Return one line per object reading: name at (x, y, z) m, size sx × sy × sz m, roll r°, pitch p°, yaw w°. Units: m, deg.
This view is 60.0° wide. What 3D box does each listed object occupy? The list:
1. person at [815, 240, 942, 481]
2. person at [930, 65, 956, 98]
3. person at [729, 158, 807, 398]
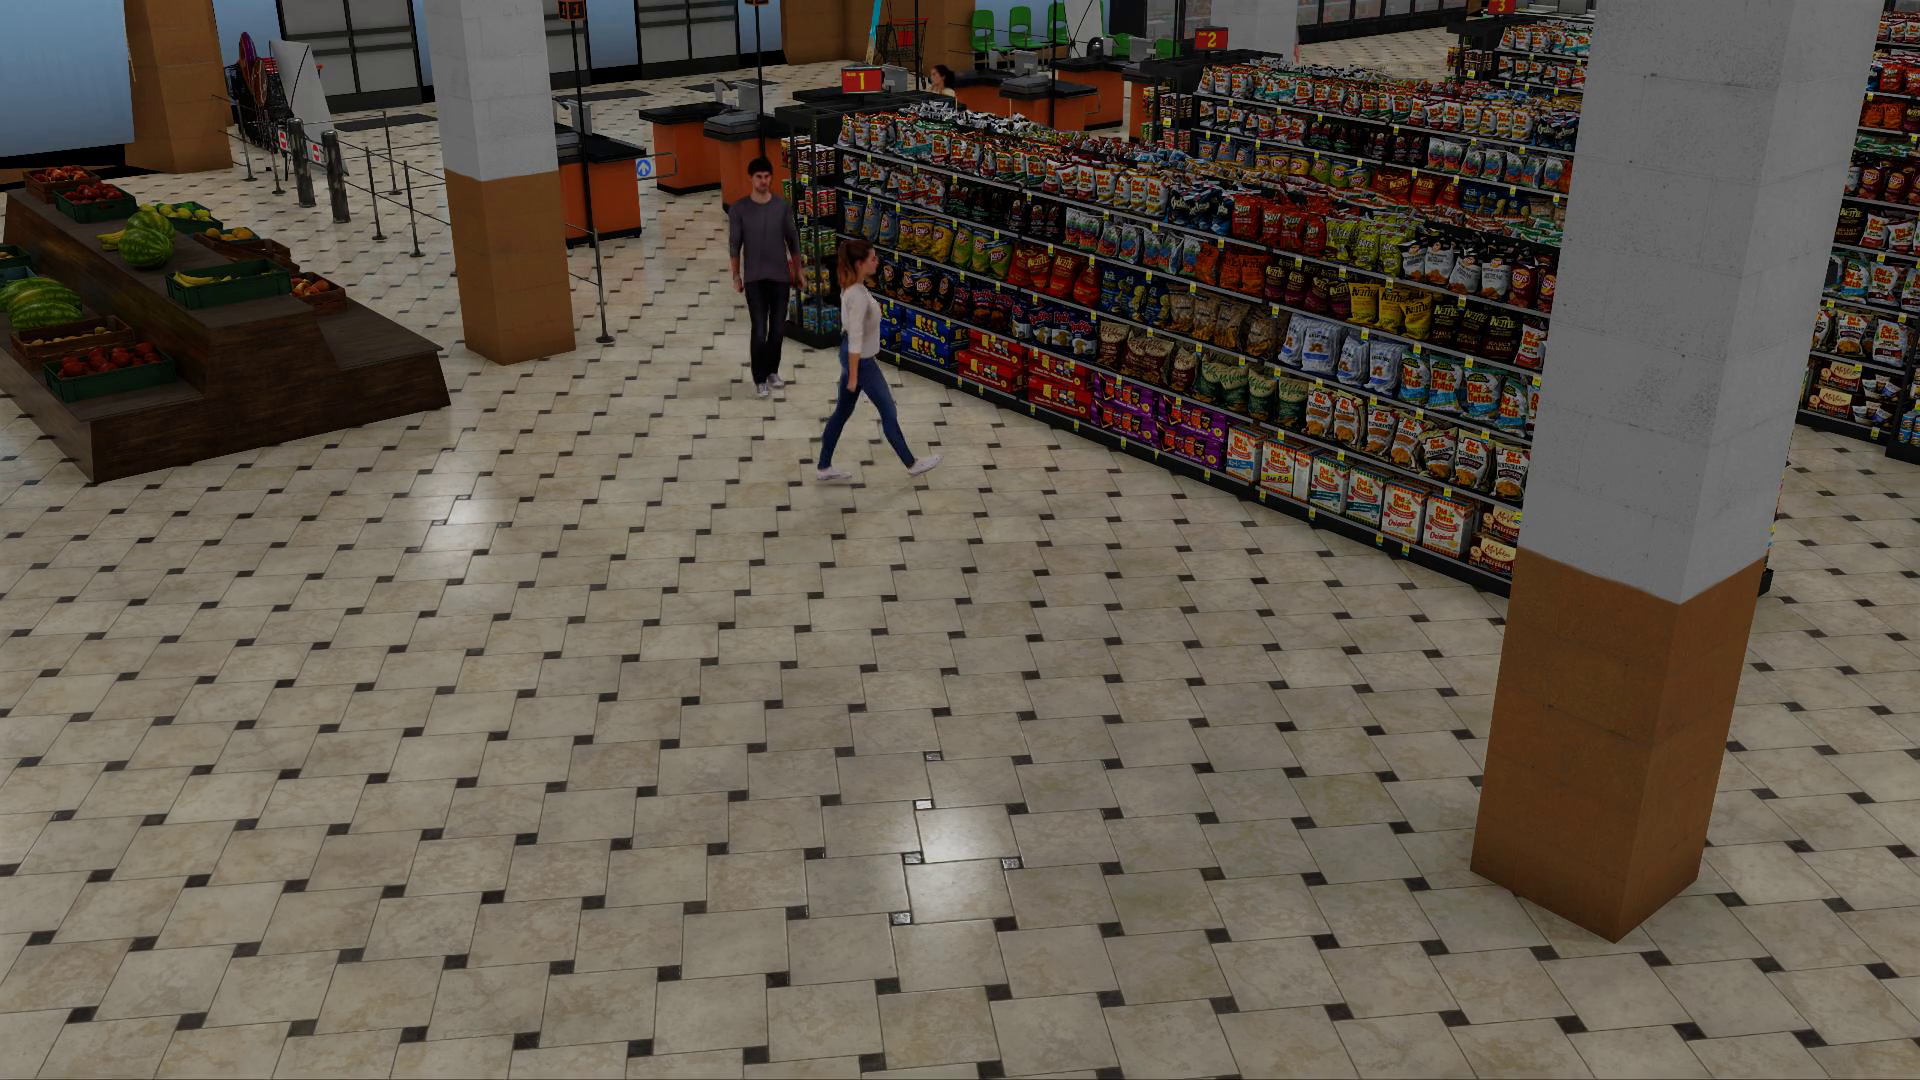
person at (-0.764, -1.152, 11.211) m, size 1.051 × 1.676 × 1.126 m, roll -4°, pitch 24°, yaw -8°
person at (-0.140, -4.700, 19.418) m, size 0.779 × 1.597 × 1.061 m, roll -15°, pitch 28°, yaw -31°
person at (-1.550, -2.111, 13.202) m, size 0.814 × 1.837 × 0.897 m, roll -10°, pitch 26°, yaw -22°
